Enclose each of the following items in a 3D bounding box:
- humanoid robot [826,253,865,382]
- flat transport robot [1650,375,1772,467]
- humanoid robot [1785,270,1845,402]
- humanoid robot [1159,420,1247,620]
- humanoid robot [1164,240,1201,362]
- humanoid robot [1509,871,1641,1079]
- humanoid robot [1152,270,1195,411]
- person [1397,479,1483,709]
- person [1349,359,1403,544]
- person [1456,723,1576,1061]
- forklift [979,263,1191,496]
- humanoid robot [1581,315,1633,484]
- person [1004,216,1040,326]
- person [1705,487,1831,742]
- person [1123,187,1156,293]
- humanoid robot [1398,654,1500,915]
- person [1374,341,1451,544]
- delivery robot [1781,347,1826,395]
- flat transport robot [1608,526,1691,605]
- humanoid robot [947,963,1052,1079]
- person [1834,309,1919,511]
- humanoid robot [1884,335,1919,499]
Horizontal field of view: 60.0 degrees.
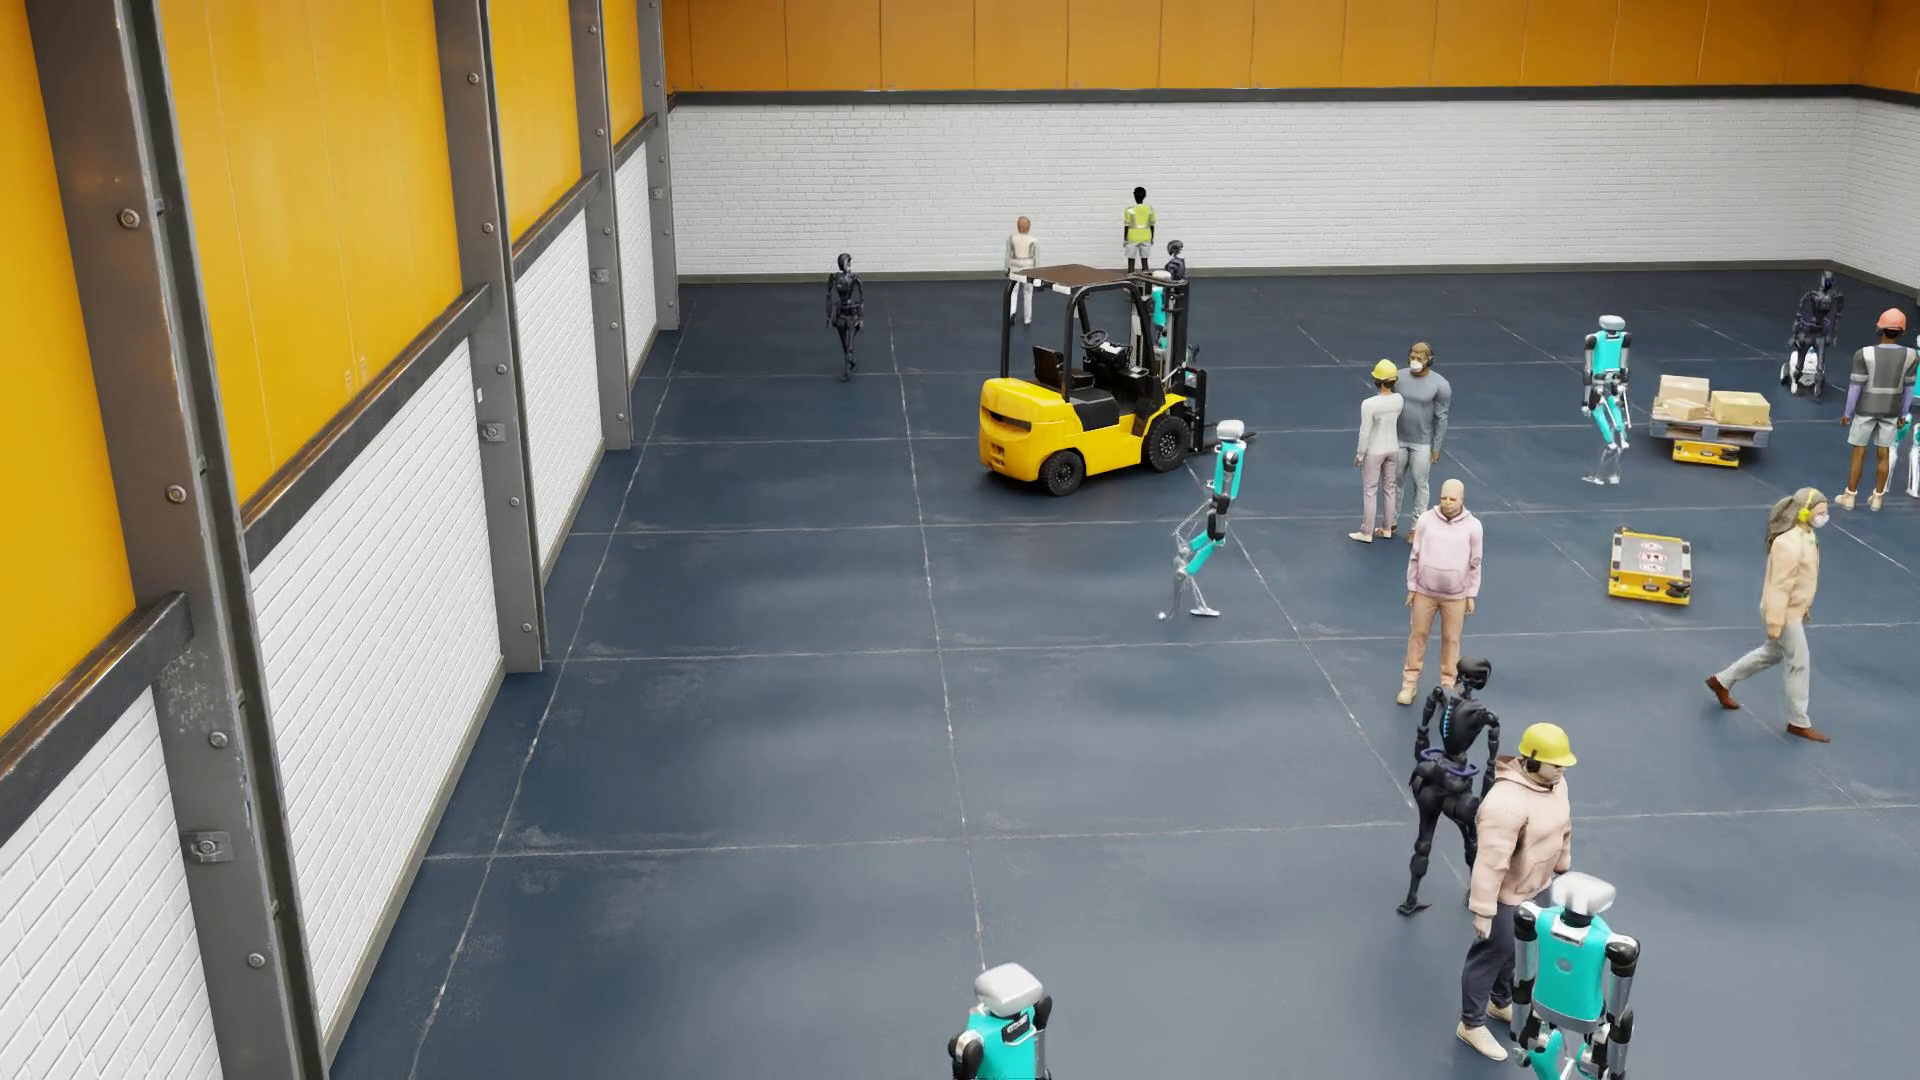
[{"bbox_3d":[-1.465,-2.914,21.588,0.589,1.629,0.768,9,22,23],"label":"humanoid robot"},{"bbox_3d":[8.402,-1.125,18.694,0.659,0.231,1.431,8,22,22],"label":"flat transport robot"},{"bbox_3d":[10.536,-2.521,20.474,0.616,1.627,0.639,0,20,1],"label":"humanoid robot"},{"bbox_3d":[1.979,-0.093,13.921,0.754,1.896,0.544,4,20,10],"label":"humanoid robot"},{"bbox_3d":[2.977,-3.222,22.378,0.628,1.632,0.587,7,21,18],"label":"humanoid robot"},{"bbox_3d":[2.771,2.215,7.457,0.539,1.763,0.910,16,26,38],"label":"humanoid robot"},{"bbox_3d":[2.646,-2.304,19.922,0.843,1.873,0.546,-5,21,-14],"label":"humanoid robot"},{"bbox_3d":[3.588,0.388,12.372,0.525,1.784,0.407,8,22,22],"label":"person"},{"bbox_3d":[3.963,-0.837,15.731,0.524,1.772,0.307,-10,22,-25],"label":"person"},{"bbox_3d":[2.848,1.762,8.527,0.795,1.858,0.442,-17,26,-38],"label":"person"},{"bbox_3d":[1.315,-1.764,17.646,2.313,2.155,1.214,-14,24,-33],"label":"forklift"},{"bbox_3d":[6.818,-1.423,17.344,0.542,1.760,0.721,-5,21,-14],"label":"humanoid robot"},{"bbox_3d":[0.912,-3.927,24.364,0.533,1.622,0.636,3,20,7],"label":"person"},{"bbox_3d":[5.968,0.489,12.028,0.879,1.839,0.578,16,25,36],"label":"person"},{"bbox_3d":[2.870,-4.805,26.662,0.539,1.685,0.332,-5,21,-13],"label":"person"},{"bbox_3d":[2.919,1.410,9.778,0.691,1.634,0.611,-14,24,-33],"label":"humanoid robot"},{"bbox_3d":[4.272,-0.925,15.726,0.628,1.940,0.372,15,25,34],"label":"person"},{"bbox_3d":[10.736,-2.155,21.101,0.499,0.606,0.810,8,21,20],"label":"delivery robot"},{"bbox_3d":[6.227,0.226,15.011,0.659,0.231,1.431,8,22,20],"label":"flat transport robot"},{"bbox_3d":[0.384,2.584,6.539,1.018,1.781,0.534,17,26,38],"label":"humanoid robot"},{"bbox_3d":[9.124,-1.290,16.571,0.604,2.045,0.377,4,20,10],"label":"person"},{"bbox_3d":[9.725,-1.267,16.974,0.552,1.790,0.744,7,21,18],"label":"humanoid robot"}]
